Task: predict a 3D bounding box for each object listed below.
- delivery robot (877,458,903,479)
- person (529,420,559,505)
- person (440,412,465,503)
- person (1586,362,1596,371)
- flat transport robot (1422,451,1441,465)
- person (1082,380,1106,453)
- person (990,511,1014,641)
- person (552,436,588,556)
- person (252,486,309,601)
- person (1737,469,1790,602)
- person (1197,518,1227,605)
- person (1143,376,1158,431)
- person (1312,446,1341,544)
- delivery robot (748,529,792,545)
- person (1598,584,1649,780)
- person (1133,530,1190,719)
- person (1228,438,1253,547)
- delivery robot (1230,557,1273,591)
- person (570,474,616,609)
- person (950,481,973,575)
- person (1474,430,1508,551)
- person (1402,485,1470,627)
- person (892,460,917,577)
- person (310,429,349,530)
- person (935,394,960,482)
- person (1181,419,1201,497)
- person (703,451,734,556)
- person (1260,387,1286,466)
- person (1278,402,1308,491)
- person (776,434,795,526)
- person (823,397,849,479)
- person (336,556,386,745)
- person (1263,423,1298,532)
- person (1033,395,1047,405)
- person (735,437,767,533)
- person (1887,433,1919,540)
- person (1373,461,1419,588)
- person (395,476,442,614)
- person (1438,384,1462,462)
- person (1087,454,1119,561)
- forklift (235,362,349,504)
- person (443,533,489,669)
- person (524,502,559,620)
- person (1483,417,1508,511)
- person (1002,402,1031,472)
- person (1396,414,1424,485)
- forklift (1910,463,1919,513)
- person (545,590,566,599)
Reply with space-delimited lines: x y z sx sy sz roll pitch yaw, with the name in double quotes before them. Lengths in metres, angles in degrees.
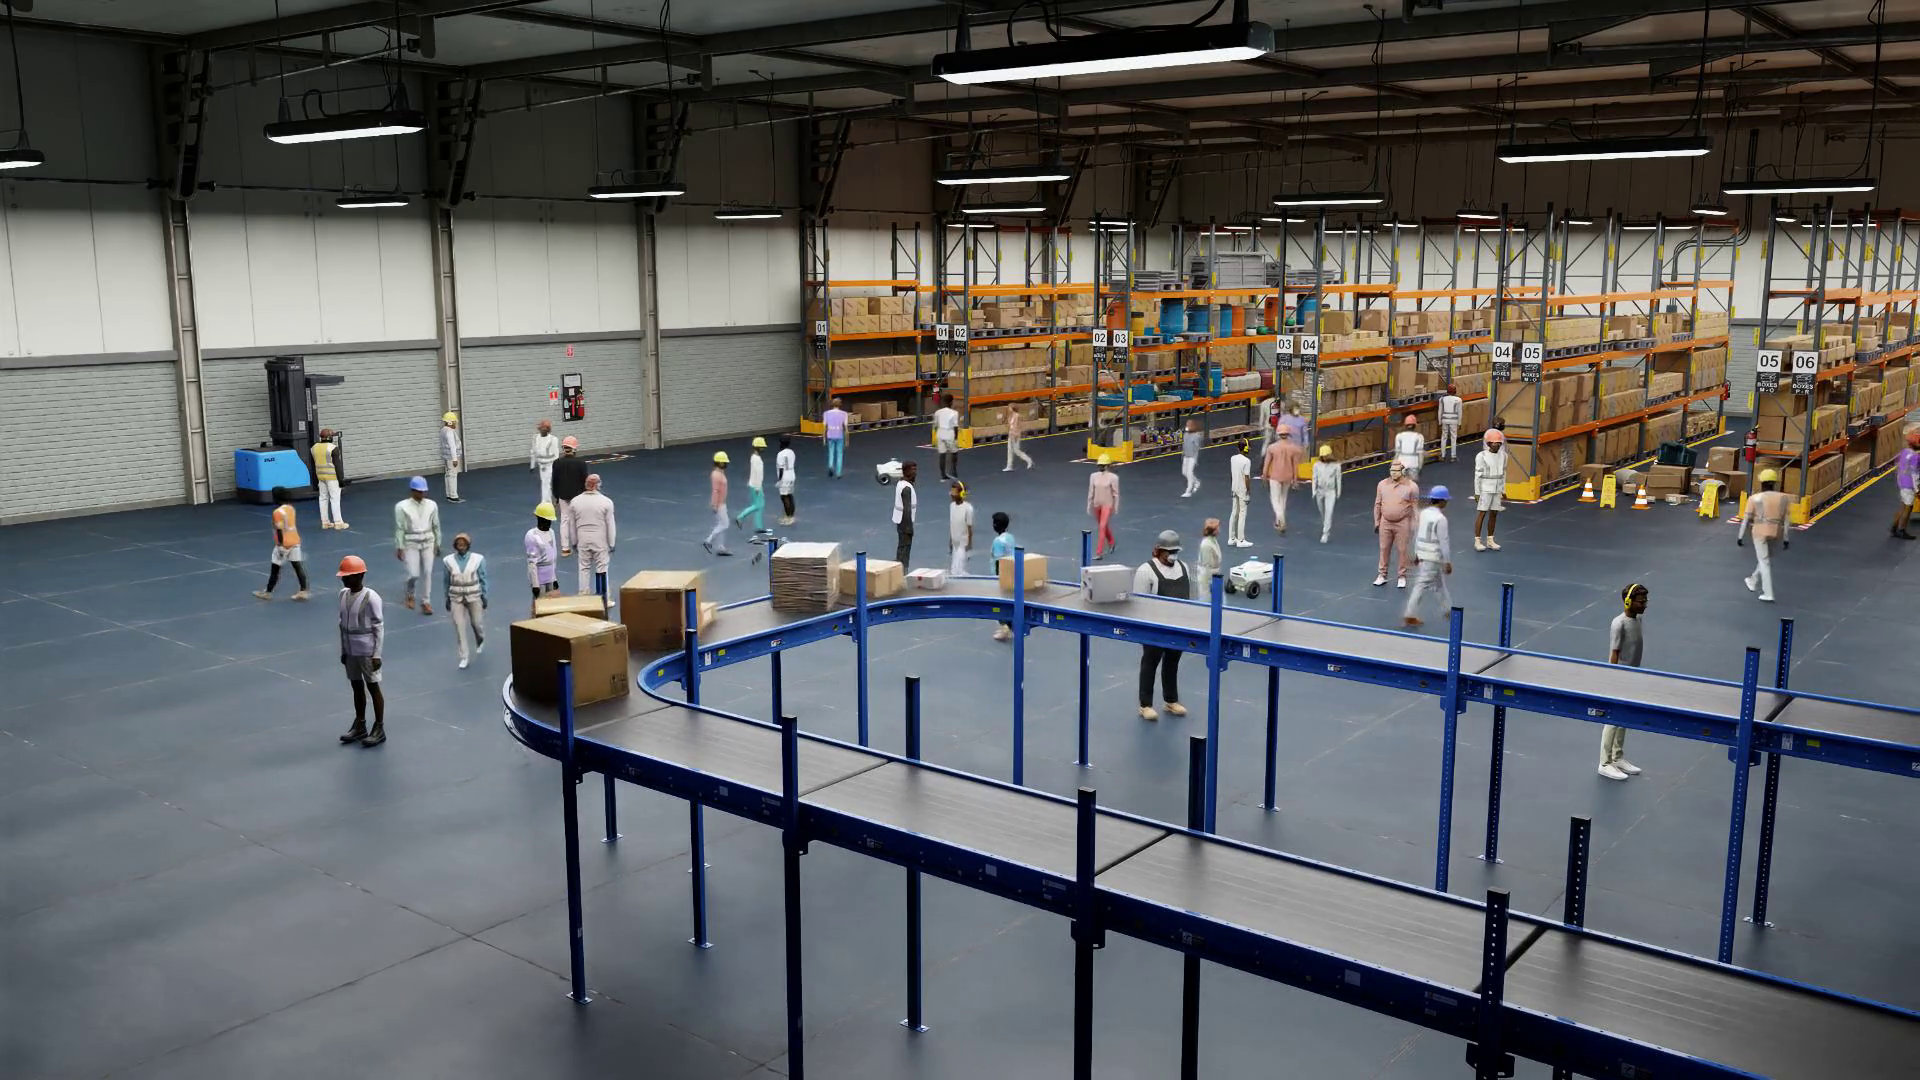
"delivery robot" -1.472 -1.556 34.516 0.707 0.478 0.477 -2 10 -11
"person" -8.024 -1.392 30.124 0.657 1.847 0.599 6 12 32
"person" -10.321 -1.683 31.776 0.404 1.833 0.590 -7 12 -33
"person" 19.445 -4.656 48.250 0.545 1.929 0.389 -3 10 -15
"flat transport robot" 11.230 -2.018 38.178 0.652 0.197 1.431 8 13 37
"person" 3.461 -3.163 39.945 0.567 1.881 0.989 7 12 34
"person" 0.533 0.470 20.074 0.376 1.678 0.549 4 11 21
"person" -6.435 -0.725 25.936 0.617 1.990 0.393 2 10 9
"person" -9.772 0.057 22.452 0.824 1.653 0.555 1 10 5
"person" 11.622 -0.089 22.681 0.616 1.870 0.990 0 10 -1
"person" 3.205 0.526 19.923 0.408 1.621 0.531 4 11 21
"person" 5.505 -3.963 45.242 0.514 1.605 0.447 6 12 30
"person" 6.431 -0.834 27.412 0.476 1.689 0.930 5 11 25
"delivery robot" -3.085 -0.057 25.348 0.698 0.223 0.335 3 11 18
"person" 6.296 1.324 14.796 0.312 1.860 0.514 10 14 44
"person" 2.214 0.910 16.720 0.688 2.000 0.536 -6 12 -31
"person" 4.829 -0.823 26.873 0.327 1.861 0.497 -5 11 -27
"delivery robot" 4.309 0.489 23.005 0.707 0.478 0.477 -8 13 -37
"person" -5.153 0.020 22.022 0.683 1.901 0.398 1 10 8
"person" 0.067 0.072 21.897 0.714 1.849 0.515 -7 12 -34
"person" 8.983 -0.836 26.420 0.614 2.041 0.389 -3 11 -18
"person" 6.390 0.221 20.857 1.000 1.895 0.643 -1 10 -5
"person" -0.816 -0.245 23.458 0.397 1.915 0.587 -2 10 -9
"person" -11.516 -1.118 28.584 0.625 1.841 0.429 4 11 20
"person" -0.252 -2.284 34.848 0.597 1.938 0.652 5 11 25
"person" 4.823 -1.708 32.530 0.489 1.617 0.501 -6 12 -31
"person" -3.977 -0.597 25.901 0.404 1.757 0.526 0 10 1
"person" 7.402 -2.669 37.097 0.633 1.919 0.738 6 12 30
"person" 7.137 -2.043 33.659 0.635 1.902 0.985 -2 10 -14
"person" -3.234 -1.124 29.014 0.317 1.696 0.540 3 11 19
"person" -2.783 -2.294 35.233 0.588 1.824 0.445 2 10 9
"person" -6.053 1.108 15.774 0.546 1.939 0.375 6 11 28
"person" 5.801 -1.119 28.242 0.621 1.969 0.849 -1 10 -5
"person" 2.467 -4.654 48.601 0.614 1.790 0.886 9 14 42
"person" -3.717 -0.984 28.102 0.548 1.749 0.549 -1 10 -4
"person" 16.659 -0.950 27.524 0.398 1.890 0.686 2 10 12
"person" 6.519 -0.241 23.458 0.654 1.906 0.407 6 12 31
"person" -7.462 0.072 21.610 0.629 1.931 0.434 -8 13 -40
"person" 12.000 -2.868 38.306 0.573 1.883 0.356 7 12 35
"person" 2.401 -0.579 25.843 0.527 1.738 0.849 8 13 37
"forklift" -13.803 -2.244 32.110 1.129 2.768 1.873 8 13 37
"person" -5.977 0.702 18.950 0.523 1.625 0.552 -2 10 -9
"person" -5.139 0.482 19.360 0.389 1.916 0.585 2 10 12
"person" 10.525 -1.504 30.760 0.430 1.839 0.619 -2 10 -10
"person" 1.319 -2.403 36.419 0.617 1.618 0.518 -4 11 -20
"person" 8.719 -1.477 30.383 0.542 1.924 0.441 5 11 27
"forklift" 19.034 -1.348 28.998 2.313 2.155 1.214 8 13 37
"person" -4.027 1.302 15.559 0.522 1.620 0.411 7 12 35
